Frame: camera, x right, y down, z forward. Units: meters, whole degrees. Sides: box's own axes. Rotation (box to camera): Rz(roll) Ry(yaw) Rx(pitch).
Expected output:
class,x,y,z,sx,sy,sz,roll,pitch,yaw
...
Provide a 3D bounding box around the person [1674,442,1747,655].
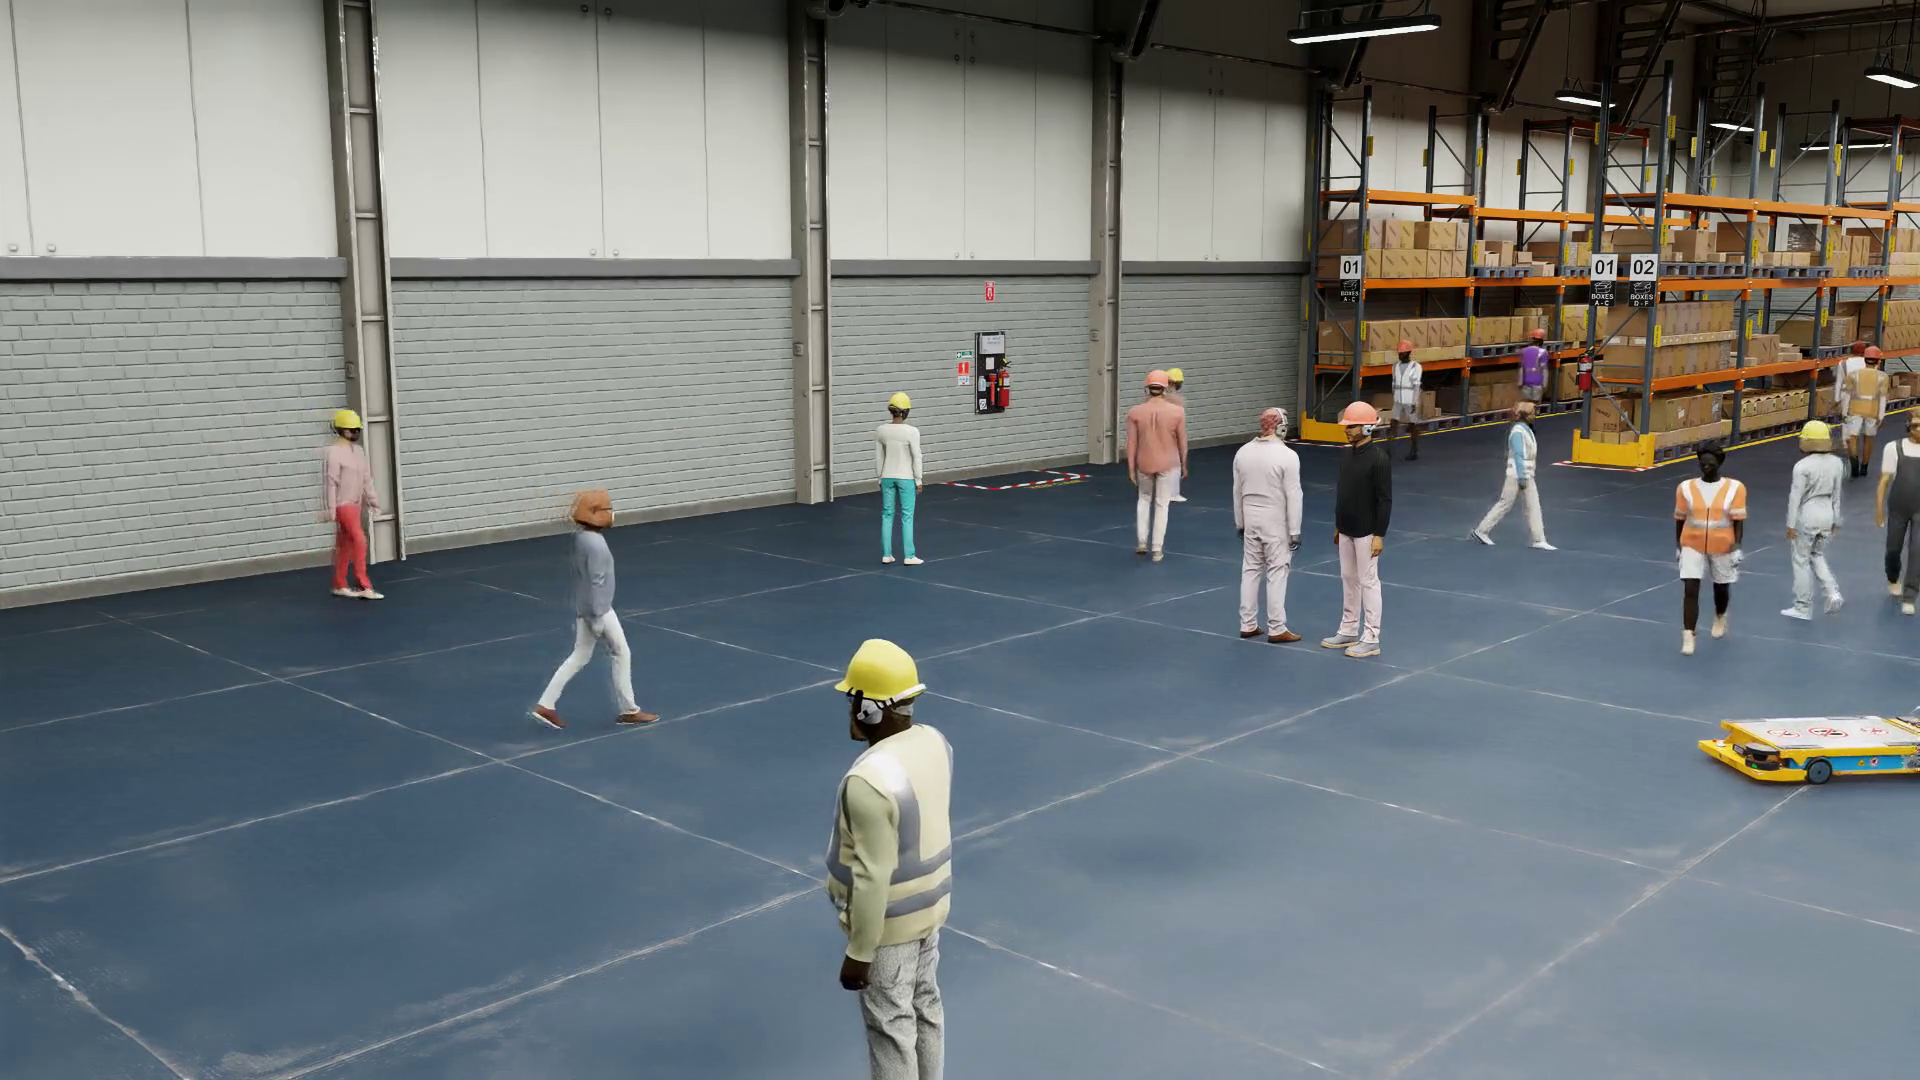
class,x,y,z,sx,sy,sz,roll,pitch,yaw
person,5.930,0.044,13.182,0.533,1.675,0.734,5,11,28

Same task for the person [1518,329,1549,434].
class,x,y,z,sx,sy,sz,roll,pitch,yaw
person,10.443,-2.875,30.235,0.448,1.918,0.568,-7,12,-37

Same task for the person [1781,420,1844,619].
class,x,y,z,sx,sy,sz,roll,pitch,yaw
person,7.343,-0.166,14.309,0.498,1.725,0.414,-3,10,-16

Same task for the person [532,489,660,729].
class,x,y,z,sx,sy,sz,roll,pitch,yaw
person,-2.431,0.456,10.910,0.803,1.599,0.508,-5,10,-26

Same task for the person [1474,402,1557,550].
class,x,y,z,sx,sy,sz,roll,pitch,yaw
person,6.019,-0.704,17.997,0.849,1.604,0.522,7,12,36

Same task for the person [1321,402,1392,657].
class,x,y,z,sx,sy,sz,roll,pitch,yaw
person,3.118,-0.089,13.031,0.387,1.992,0.626,-3,10,-20

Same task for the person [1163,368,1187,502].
class,x,y,z,sx,sy,sz,roll,pitch,yaw
person,2.651,-1.337,21.377,0.625,1.753,0.520,-8,12,-41

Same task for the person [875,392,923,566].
class,x,y,z,sx,sy,sz,roll,pitch,yaw
person,-0.613,-0.617,16.953,0.530,1.768,0.312,4,10,25

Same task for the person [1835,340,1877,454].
class,x,y,z,sx,sy,sz,roll,pitch,yaw
person,14.457,-2.300,26.908,0.598,1.864,0.586,8,12,40

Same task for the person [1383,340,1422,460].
class,x,y,z,sx,sy,sz,roll,pitch,yaw
person,6.910,-2.160,25.969,0.971,1.883,0.567,-9,13,-43

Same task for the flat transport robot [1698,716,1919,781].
class,x,y,z,sx,sy,sz,roll,pitch,yaw
flat transport robot,5.331,1.255,10.083,1.431,0.197,0.652,-1,9,-5

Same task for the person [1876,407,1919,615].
class,x,y,z,sx,sy,sz,roll,pitch,yaw
person,8.440,-0.286,14.785,0.516,1.819,0.827,5,10,26

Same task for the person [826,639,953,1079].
class,x,y,z,sx,sy,sz,roll,pitch,yaw
person,-0.238,1.229,5.491,0.404,1.833,0.591,4,10,22

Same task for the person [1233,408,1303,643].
class,x,y,z,sx,sy,sz,roll,pitch,yaw
person,2.525,-0.121,13.508,0.402,1.904,0.652,-8,12,-40

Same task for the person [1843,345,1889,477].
class,x,y,z,sx,sy,sz,roll,pitch,yaw
person,13.045,-1.843,23.973,0.545,1.916,0.813,5,10,27

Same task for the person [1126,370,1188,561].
class,x,y,z,sx,sy,sz,roll,pitch,yaw
person,2.066,-0.784,17.338,0.623,1.974,0.608,2,10,14

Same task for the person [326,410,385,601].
class,x,y,z,sx,sy,sz,roll,pitch,yaw
person,-5.479,-0.312,15.180,0.719,1.743,0.527,1,9,7
